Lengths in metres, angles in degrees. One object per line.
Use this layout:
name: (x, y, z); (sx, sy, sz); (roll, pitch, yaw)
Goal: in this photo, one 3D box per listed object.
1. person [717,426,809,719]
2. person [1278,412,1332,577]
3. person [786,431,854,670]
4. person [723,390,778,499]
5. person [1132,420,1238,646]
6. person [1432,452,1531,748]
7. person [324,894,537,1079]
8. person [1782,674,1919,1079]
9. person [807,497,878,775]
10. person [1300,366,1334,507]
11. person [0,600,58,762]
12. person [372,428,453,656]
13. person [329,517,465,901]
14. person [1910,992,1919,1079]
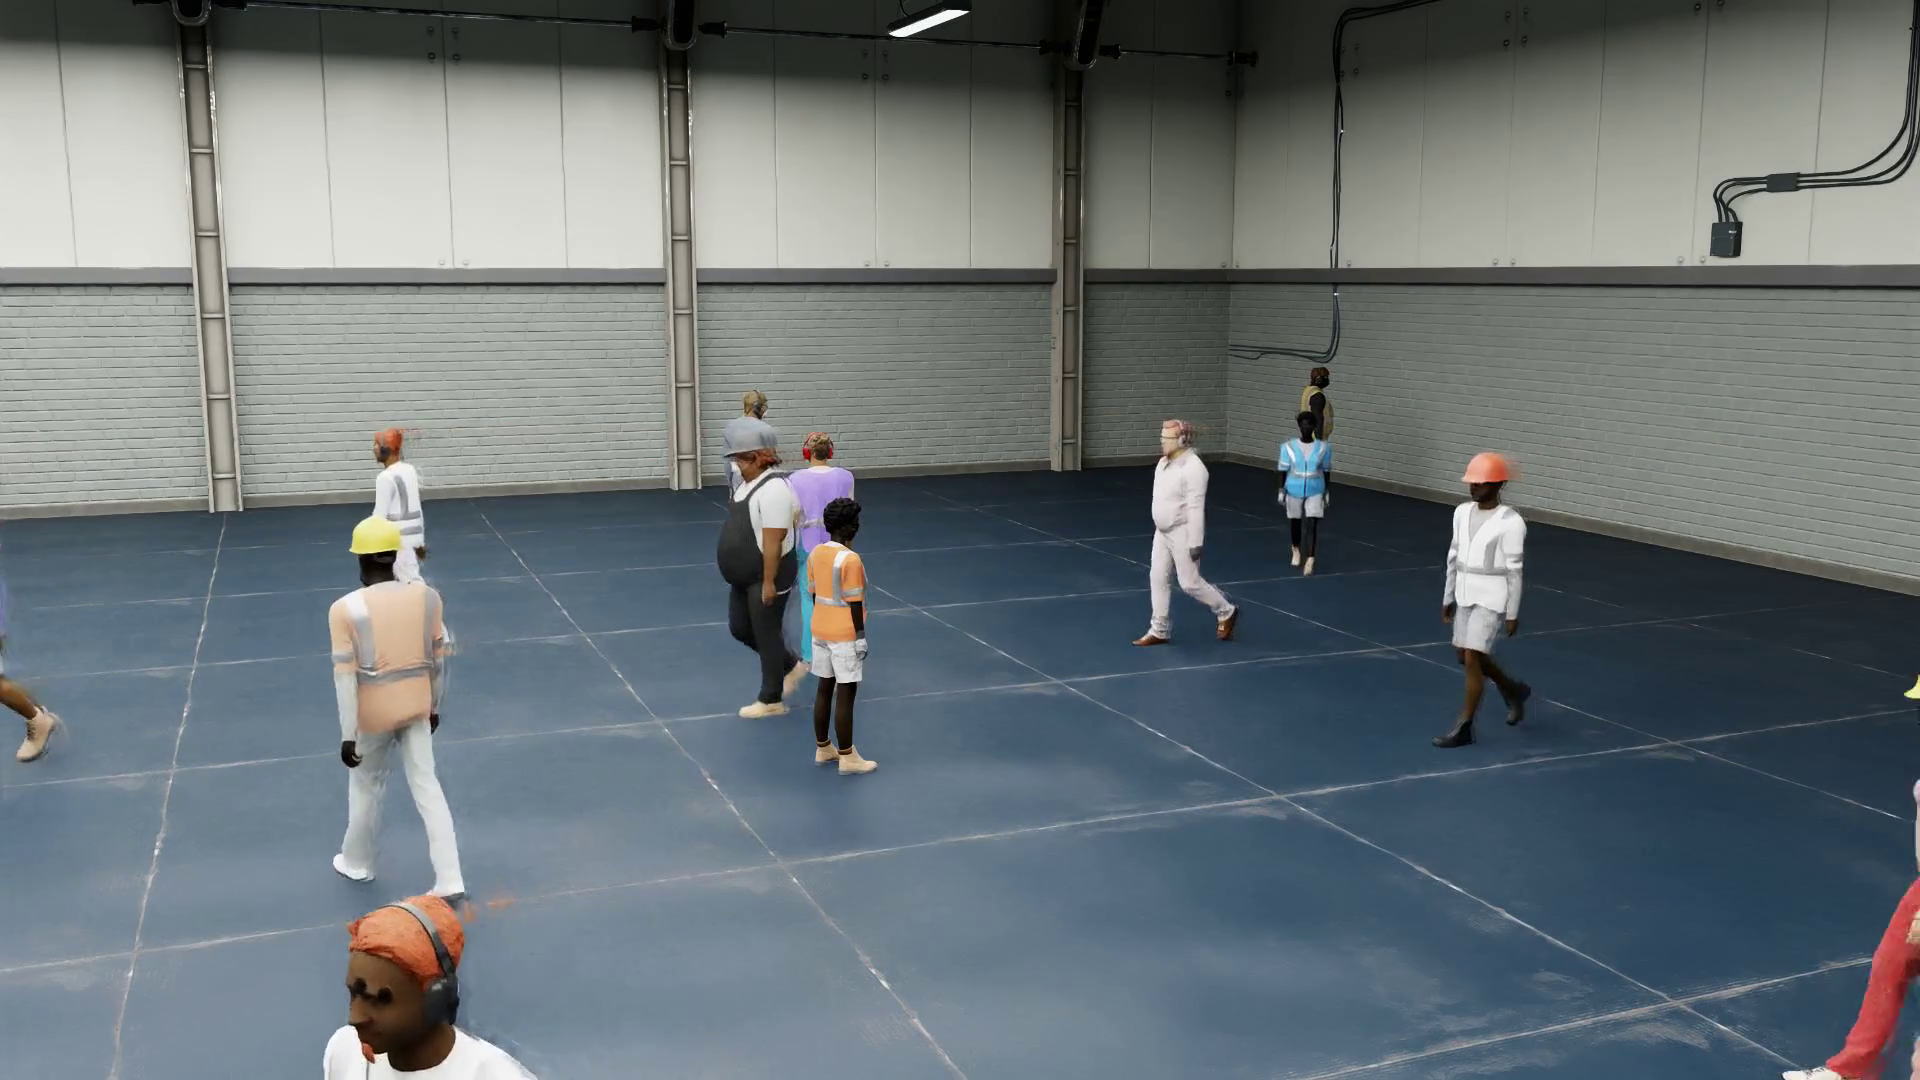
person: (-1.380, 0.201, 11.457); (0.587, 2.000, 0.689); (-5, 10, -28)
person: (3.531, -0.502, 17.066); (0.537, 1.660, 0.860); (2, 9, 12)
person: (-1.070, 0.084, 12.795); (0.570, 1.844, 0.379); (-5, 10, -29)
person: (-2.006, -0.483, 16.088); (0.635, 1.930, 0.353); (7, 11, 36)
person: (1.859, -0.055, 13.593); (0.821, 1.882, 0.656); (-4, 10, -23)
person: (3.426, 0.374, 10.770); (0.804, 1.918, 0.553); (-4, 10, -25)
person: (-0.989, 1.578, 3.372); (0.585, 1.868, 0.722); (6, 11, 32)
person: (3.537, 1.250, 5.884); (0.919, 1.720, 0.536); (2, 9, 13)
person: (-0.732, 0.581, 10.161); (0.320, 1.692, 0.531); (-6, 11, -35)
person: (4.687, -1.357, 21.865); (0.430, 1.843, 0.625); (0, 9, 2)
person: (-5.932, 0.459, 9.962); (0.617, 2.013, 0.959); (3, 9, 17)
person: (-4.497, 0.031, 13.180); (0.977, 1.830, 0.600); (0, 9, 2)
person: (-2.756, 0.821, 8.097); (1.004, 1.879, 0.607); (9, 12, 43)
person: (2.428, 1.516, 3.671); (0.639, 1.886, 0.728); (7, 11, 36)
